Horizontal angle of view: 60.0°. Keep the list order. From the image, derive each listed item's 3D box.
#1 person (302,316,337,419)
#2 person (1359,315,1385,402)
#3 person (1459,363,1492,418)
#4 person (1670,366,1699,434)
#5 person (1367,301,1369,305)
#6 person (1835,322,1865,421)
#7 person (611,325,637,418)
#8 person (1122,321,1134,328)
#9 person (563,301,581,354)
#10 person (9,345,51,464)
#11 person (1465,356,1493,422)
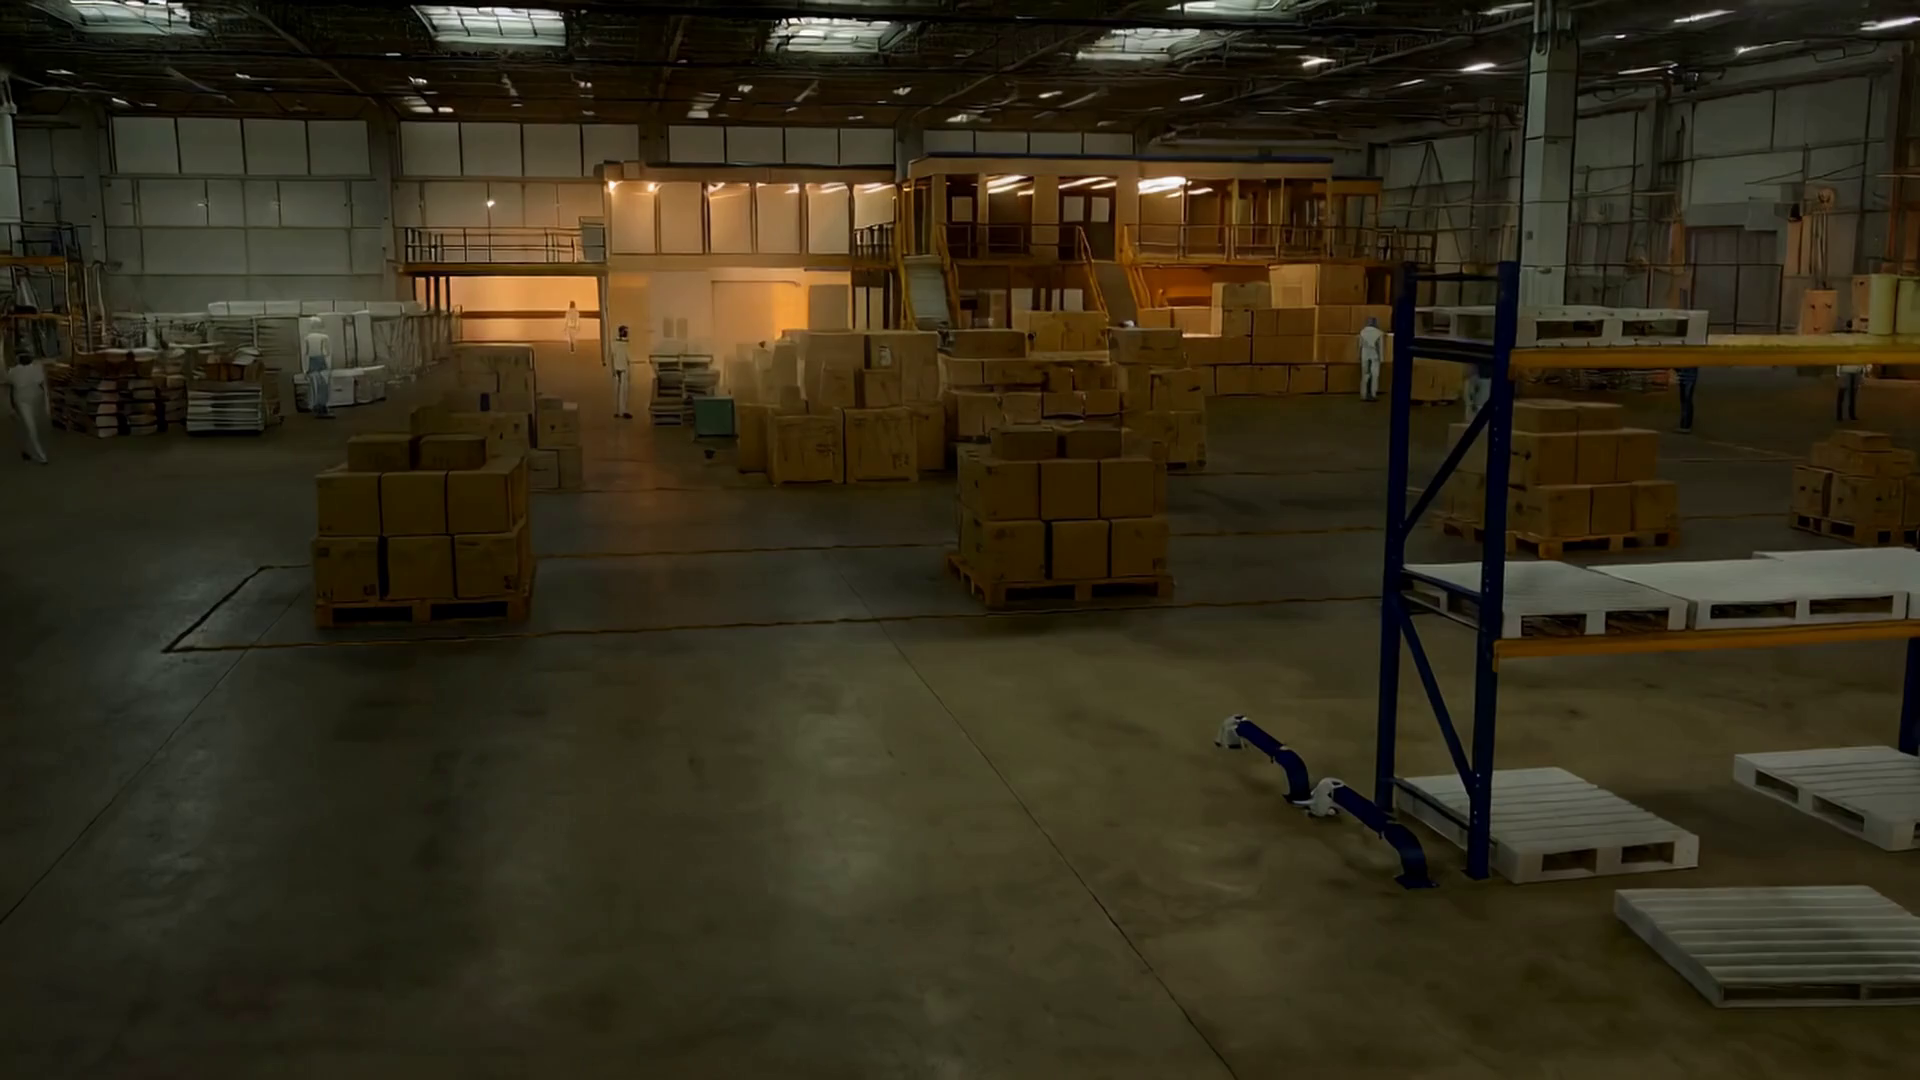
[{"bbox_3d":[-12.681,-3.406,32.927,0.615,2.041,0.385,2,9,10],"label":"person"},{"bbox_3d":[9.237,-4.069,37.292,0.630,1.940,0.372,8,12,41],"label":"person"},{"bbox_3d":[10.161,-3.273,32.635,0.603,1.882,0.979,-4,10,-24],"label":"person"},{"bbox_3d":[13.113,-2.884,30.034,0.389,1.949,0.602,2,10,12],"label":"person"},{"bbox_3d":[12.665,-6.393,51.326,0.620,1.995,0.399,-8,12,-41],"label":"person"},{"bbox_3d":[17.425,-3.284,32.509,0.551,1.934,0.373,1,9,5],"label":"person"},{"bbox_3d":[-6.736,-3.361,33.205,0.518,1.865,0.327,7,12,38],"label":"person"},{"bbox_3d":[3.198,-3.147,31.506,0.617,1.990,0.393,-7,12,-37],"label":"person"},{"bbox_3d":[-13.541,-7.438,58.116,0.608,1.835,0.974,-2,9,-10],"label":"person"},{"bbox_3d":[-14.321,-2.087,25.613,0.979,1.822,0.539,5,11,28],"label":"person"},{"bbox_3d":[6.778,-1.499,21.657,0.368,1.928,0.585,8,13,42],"label":"person"}]
